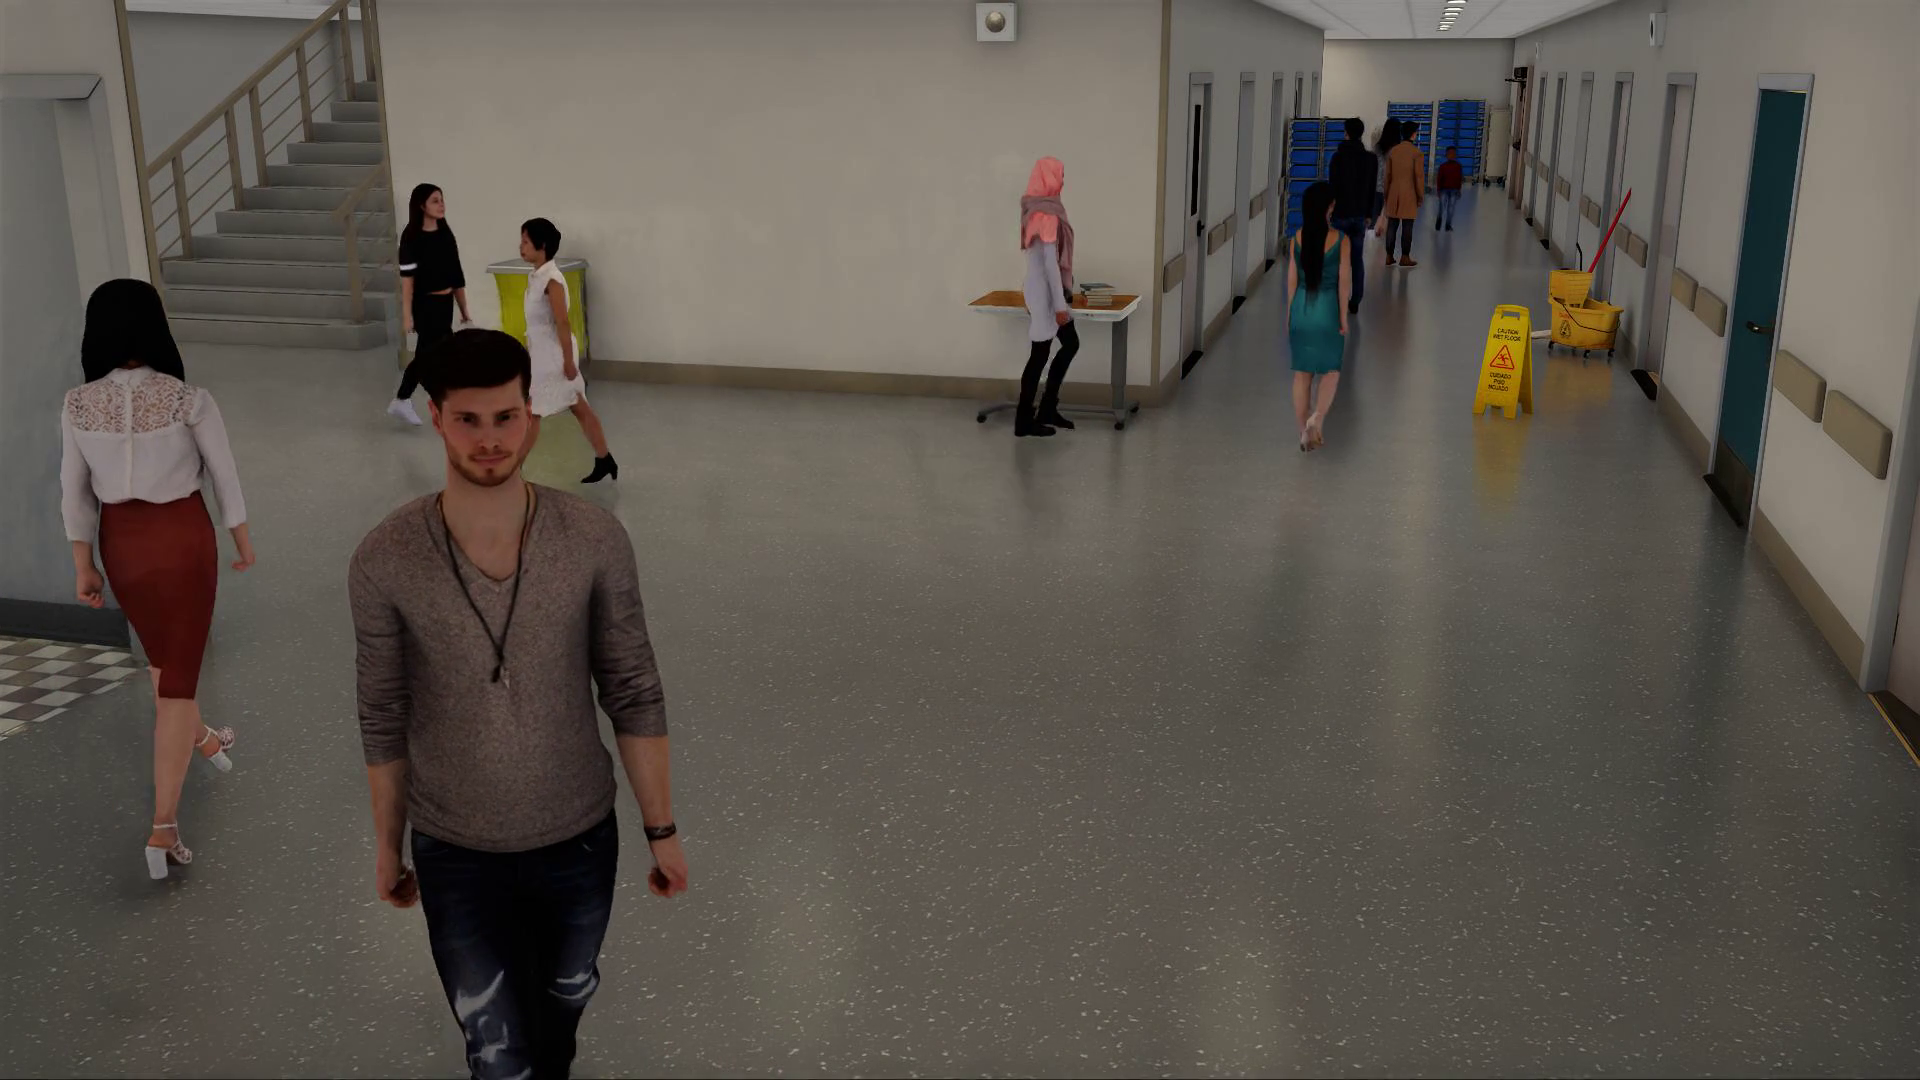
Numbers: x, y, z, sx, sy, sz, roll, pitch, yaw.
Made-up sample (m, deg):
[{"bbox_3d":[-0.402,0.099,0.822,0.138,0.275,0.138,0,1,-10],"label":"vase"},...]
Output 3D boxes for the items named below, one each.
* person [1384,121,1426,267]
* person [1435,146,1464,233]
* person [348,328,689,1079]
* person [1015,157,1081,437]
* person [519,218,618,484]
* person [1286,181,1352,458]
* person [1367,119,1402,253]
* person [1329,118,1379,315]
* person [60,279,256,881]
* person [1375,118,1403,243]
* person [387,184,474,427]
[{"bbox_3d":[5.391,-4.222,20.250,0.756,1.726,0.767,13,20,39],"label":"person"},{"bbox_3d":[7.265,-5.222,24.755,0.556,1.248,0.578,0,16,0],"label":"person"},{"bbox_3d":[-0.854,0.532,3.207,1.171,1.866,1.318,-6,17,-20],"label":"person"},{"bbox_3d":[0.444,-1.535,10.682,0.813,1.788,0.699,-1,16,-3],"label":"person"},{"bbox_3d":[-2.196,-1.009,9.330,0.973,1.510,1.008,-6,17,-19],"label":"person"},{"bbox_3d":[2.136,-1.320,10.119,0.581,1.680,0.639,7,17,23],"label":"person"},{"bbox_3d":[5.480,-4.548,21.519,0.782,1.706,1.083,10,18,31],"label":"person"},{"bbox_3d":[3.816,-3.172,16.300,0.758,1.889,0.762,-5,16,-16],"label":"person"},{"bbox_3d":[-2.344,0.153,4.852,0.863,1.703,1.180,-1,16,-5],"label":"person"},{"bbox_3d":[5.932,-4.982,23.088,0.623,1.691,0.790,3,16,11],"label":"person"},{"bbox_3d":[-3.477,-1.470,10.794,0.789,1.602,1.084,7,17,23],"label":"person"}]
